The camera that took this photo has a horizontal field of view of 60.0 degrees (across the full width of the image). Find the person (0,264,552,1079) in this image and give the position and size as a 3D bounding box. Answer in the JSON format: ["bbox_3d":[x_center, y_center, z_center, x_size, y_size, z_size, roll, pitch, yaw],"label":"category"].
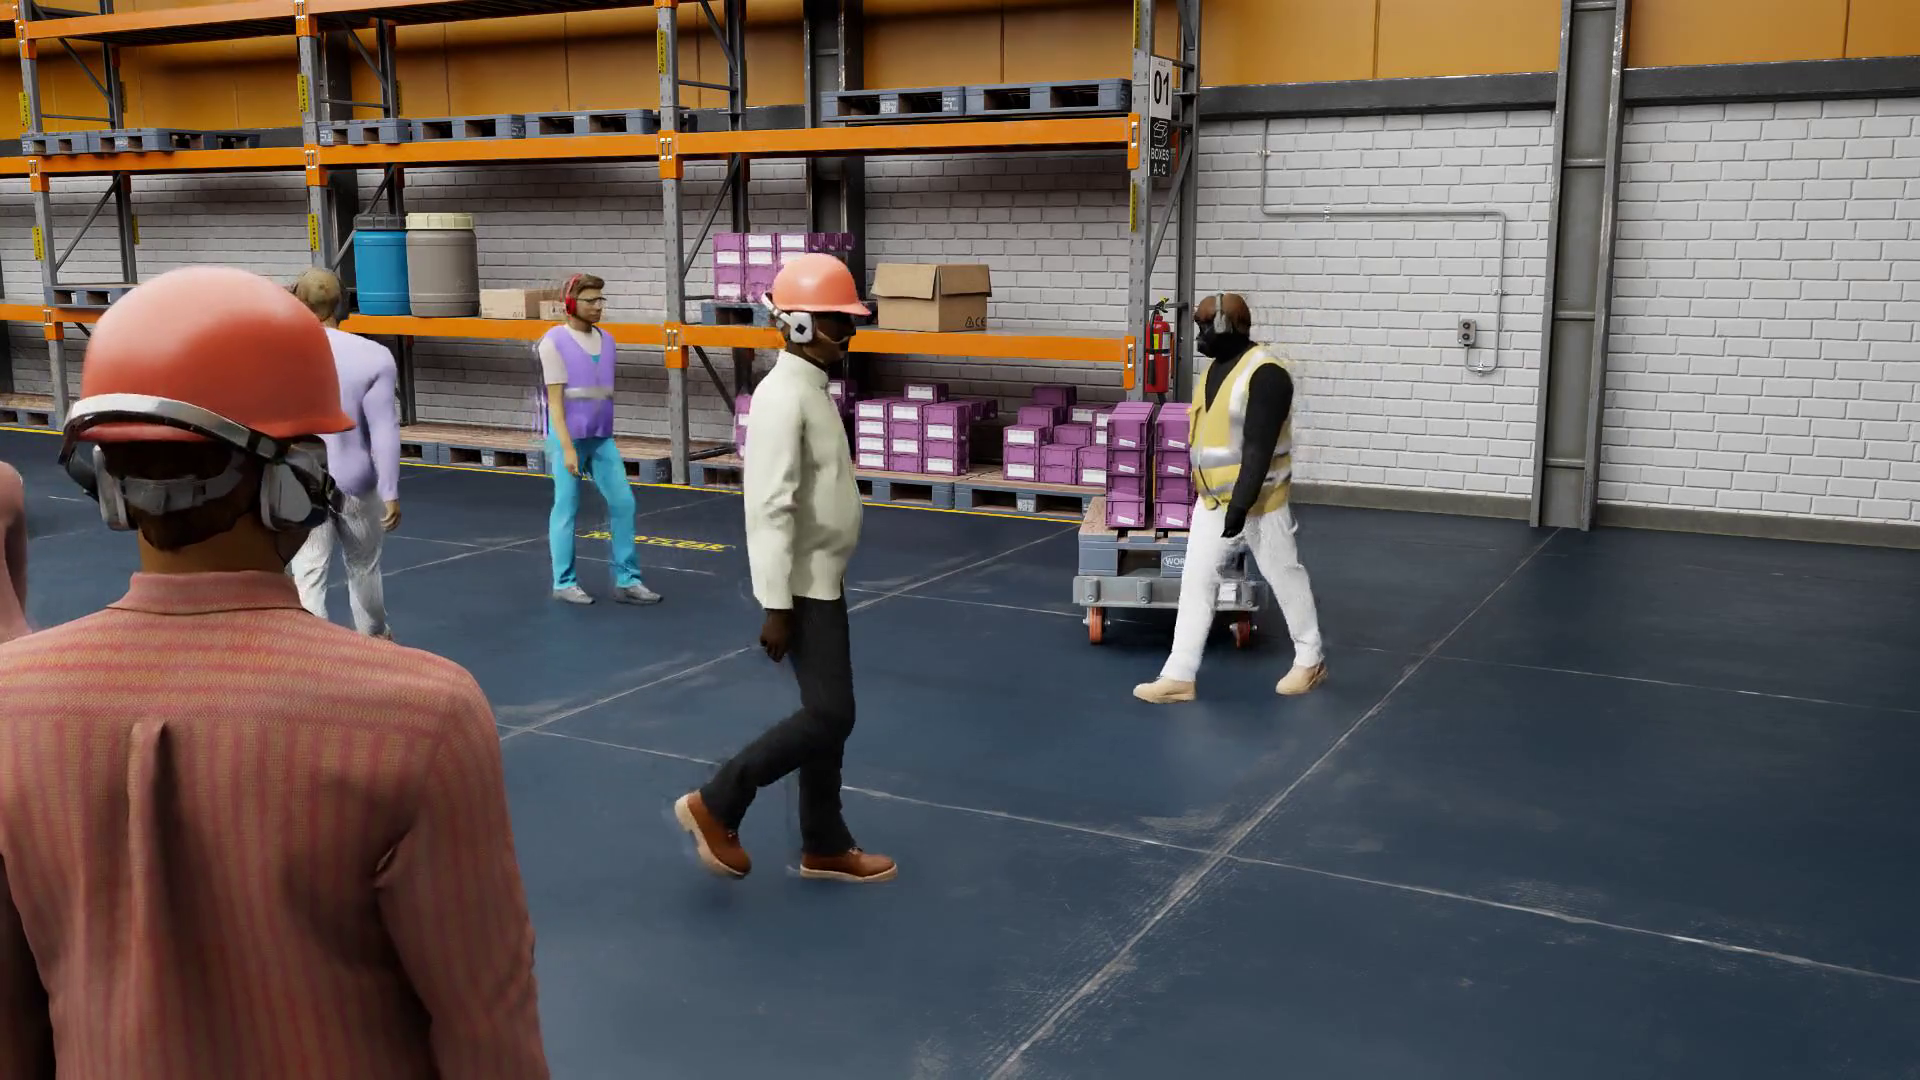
[{"bbox_3d":[-0.730,0.713,1.794,0.611,1.994,0.379,1,10,4],"label":"person"}]

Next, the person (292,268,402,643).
[{"bbox_3d":[-2.778,-0.245,7.342,0.653,1.882,1.007,-1,10,-8],"label":"person"}]

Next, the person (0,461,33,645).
[{"bbox_3d":[-2.819,0.332,4.547,0.757,1.737,0.556,3,11,14],"label":"person"}]

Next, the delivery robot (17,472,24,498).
[{"bbox_3d":[-6.785,-0.394,11.553,0.477,0.478,0.707,-10,14,-43],"label":"delivery robot"}]

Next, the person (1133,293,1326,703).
[{"bbox_3d":[1.243,-0.177,7.272,0.942,1.785,0.638,-5,12,-27],"label":"person"}]

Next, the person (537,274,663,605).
[{"bbox_3d":[-1.969,-0.517,9.022,0.791,1.817,0.577,7,12,33],"label":"person"}]

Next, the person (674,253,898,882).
[{"bbox_3d":[-0.519,0.121,5.086,0.564,1.977,0.628,0,10,3],"label":"person"}]
